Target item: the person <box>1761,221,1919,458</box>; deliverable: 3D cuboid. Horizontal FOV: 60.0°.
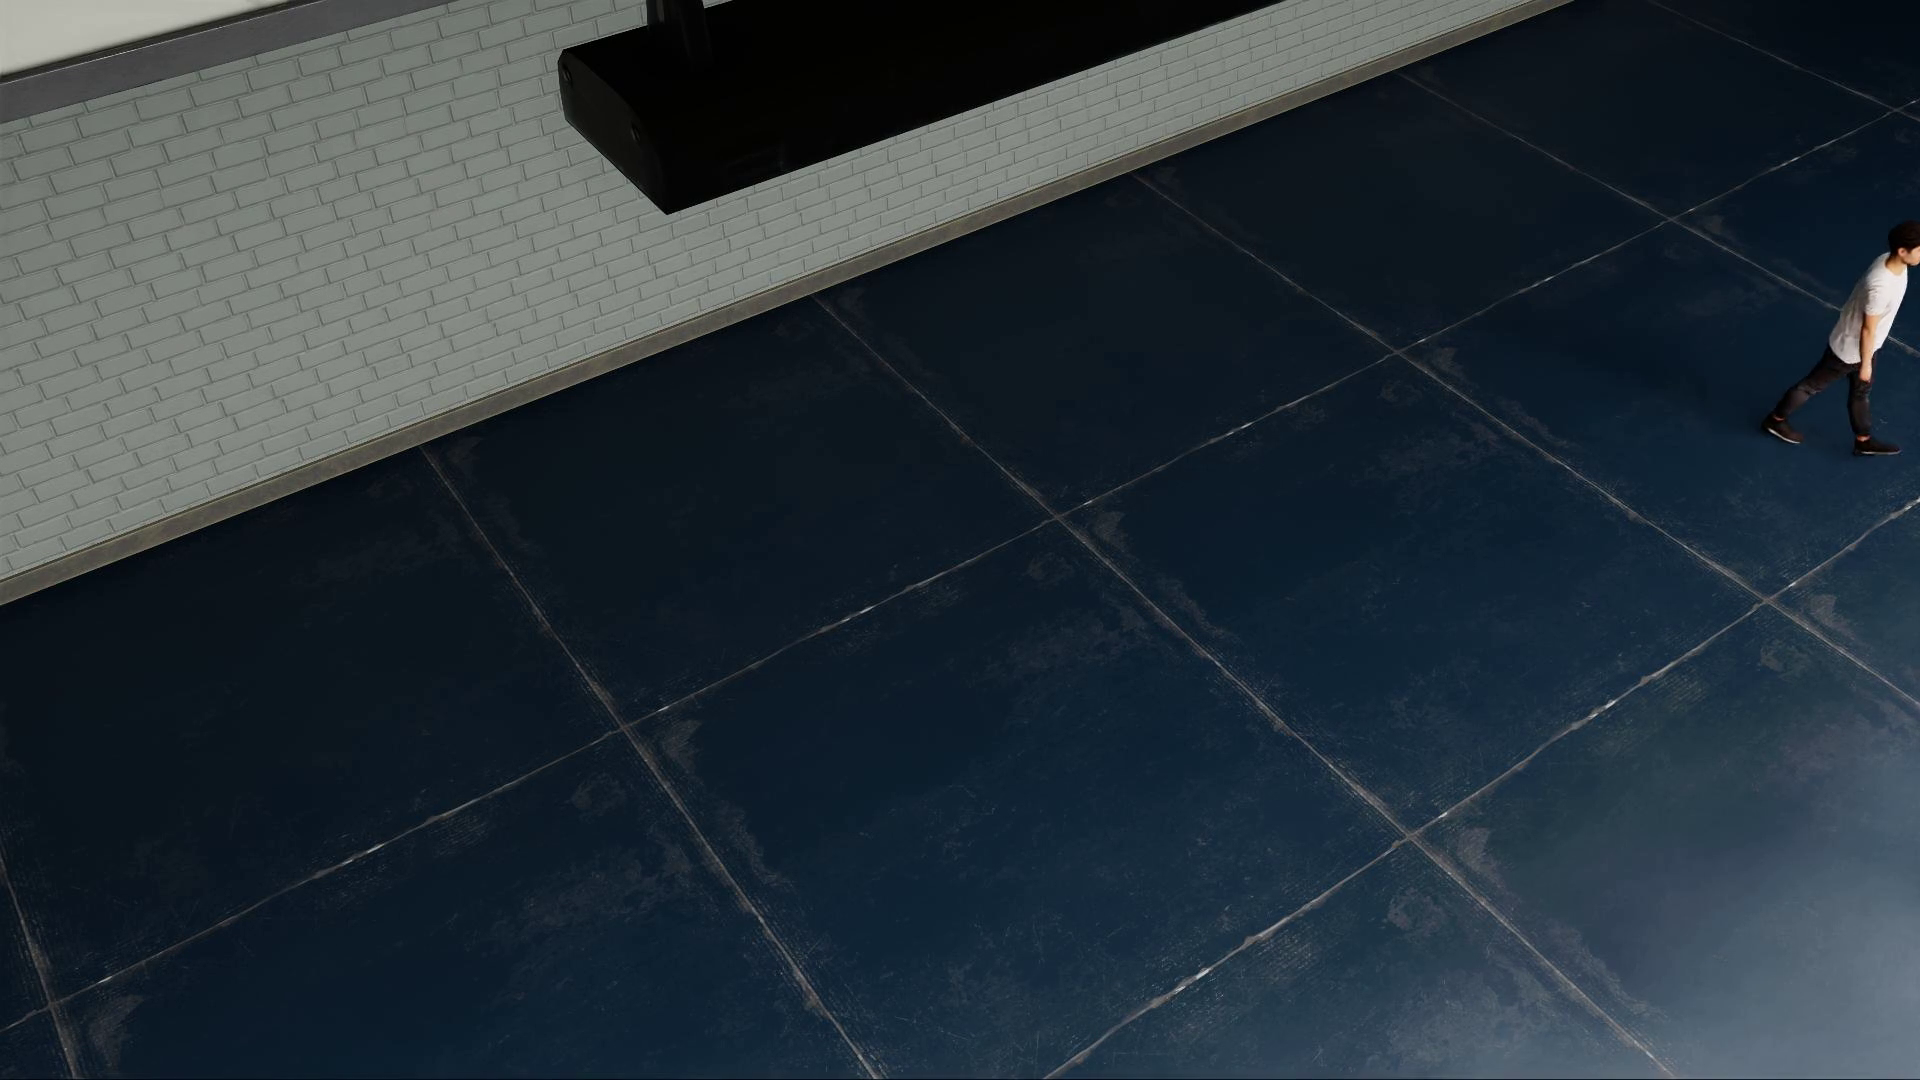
[{"bbox_3d":[5.494,-1.272,10.367,1.116,1.686,0.831,29,50,27],"label":"person"}]
